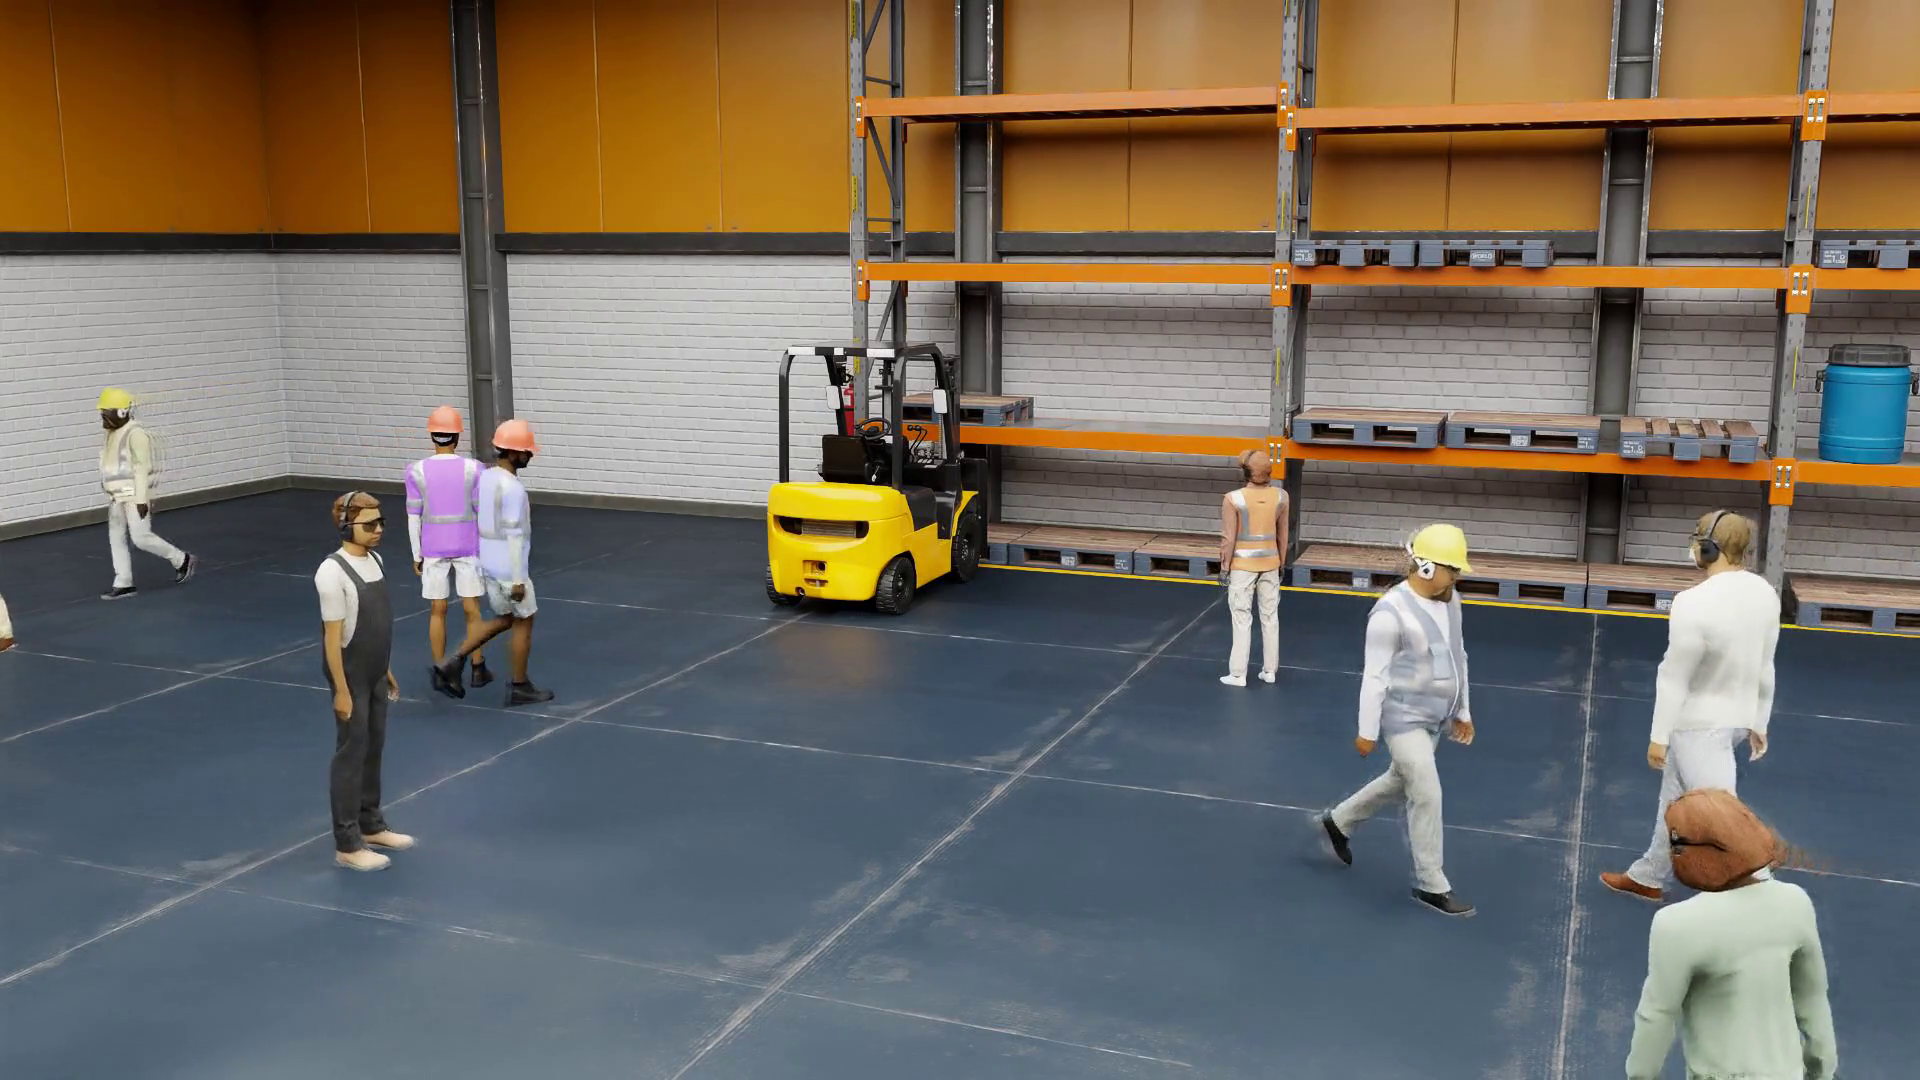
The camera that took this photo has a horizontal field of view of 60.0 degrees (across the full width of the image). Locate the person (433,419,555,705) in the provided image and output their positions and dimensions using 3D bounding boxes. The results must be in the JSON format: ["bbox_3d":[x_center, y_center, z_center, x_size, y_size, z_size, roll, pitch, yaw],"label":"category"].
[{"bbox_3d":[-3.002,0.174,10.738,0.671,1.907,0.552,-9,13,-40],"label":"person"}]

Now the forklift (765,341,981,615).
[{"bbox_3d":[-0.739,-0.602,14.246,1.214,2.155,2.313,4,11,21],"label":"forklift"}]

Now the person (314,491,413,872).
[{"bbox_3d":[-2.918,0.675,8.106,0.327,1.843,0.514,1,10,7],"label":"person"}]

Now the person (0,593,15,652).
[{"bbox_3d":[-7.361,0.056,12.256,0.515,1.593,0.581,10,14,44],"label":"person"}]

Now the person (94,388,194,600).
[{"bbox_3d":[-7.051,-0.413,14.257,0.606,1.810,0.706,7,12,34],"label":"person"}]

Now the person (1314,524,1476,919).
[{"bbox_3d":[2.024,0.783,7.678,0.840,1.789,0.595,10,14,44],"label":"person"}]

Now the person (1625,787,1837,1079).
[{"bbox_3d":[2.059,1.456,4.401,0.514,1.603,0.502,-4,11,-23],"label":"person"}]

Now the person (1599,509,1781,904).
[{"bbox_3d":[3.304,0.802,7.278,0.642,1.895,0.997,-7,12,-34],"label":"person"}]

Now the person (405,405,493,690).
[{"bbox_3d":[-3.452,0.057,11.288,0.545,1.938,0.360,-2,10,-12],"label":"person"}]

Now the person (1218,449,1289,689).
[{"bbox_3d":[2.001,0.198,11.339,0.522,1.638,0.306,-4,11,-20],"label":"person"}]
